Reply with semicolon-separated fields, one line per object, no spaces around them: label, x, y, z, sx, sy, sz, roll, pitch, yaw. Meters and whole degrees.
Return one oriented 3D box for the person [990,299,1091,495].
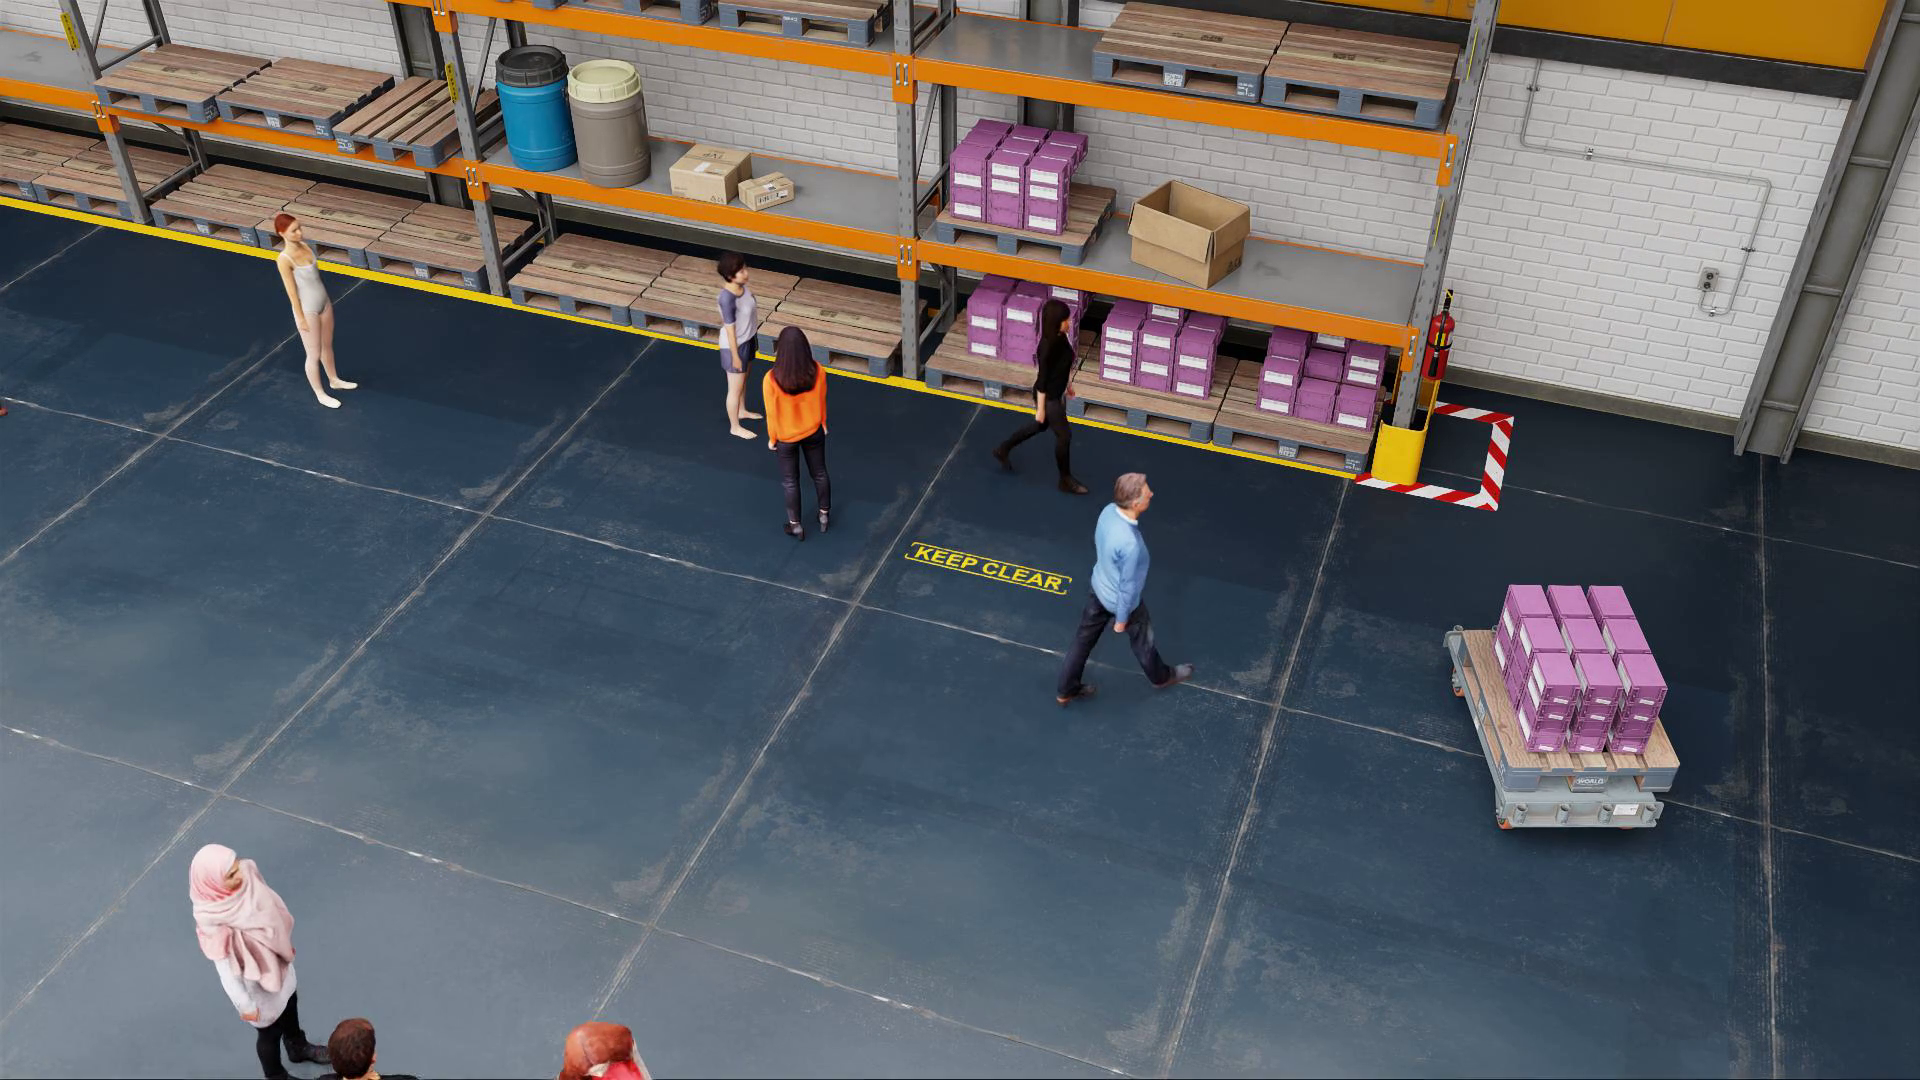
person;0.590;-1.083;12.315;1.044;1.612;0.605;10;40;12

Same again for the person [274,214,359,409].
person;-5.174;-1.844;13.243;0.522;1.644;0.570;7;39;9

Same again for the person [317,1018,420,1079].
person;-2.523;2.754;7.316;0.753;1.855;0.861;-2;39;-3

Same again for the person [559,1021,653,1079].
person;-1.618;2.628;7.519;0.659;1.798;0.629;15;41;18

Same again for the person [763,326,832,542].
person;-1.143;-0.755;11.795;0.705;1.748;0.756;-18;42;-21

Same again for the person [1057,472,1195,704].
person;0.901;0.346;10.403;1.244;1.765;1.113;-11;40;-14

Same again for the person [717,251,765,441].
person;-1.725;-1.543;12.928;0.582;1.565;0.608;5;39;6

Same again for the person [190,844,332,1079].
person;-3.459;2.113;8.163;0.653;1.800;0.678;3;39;4
